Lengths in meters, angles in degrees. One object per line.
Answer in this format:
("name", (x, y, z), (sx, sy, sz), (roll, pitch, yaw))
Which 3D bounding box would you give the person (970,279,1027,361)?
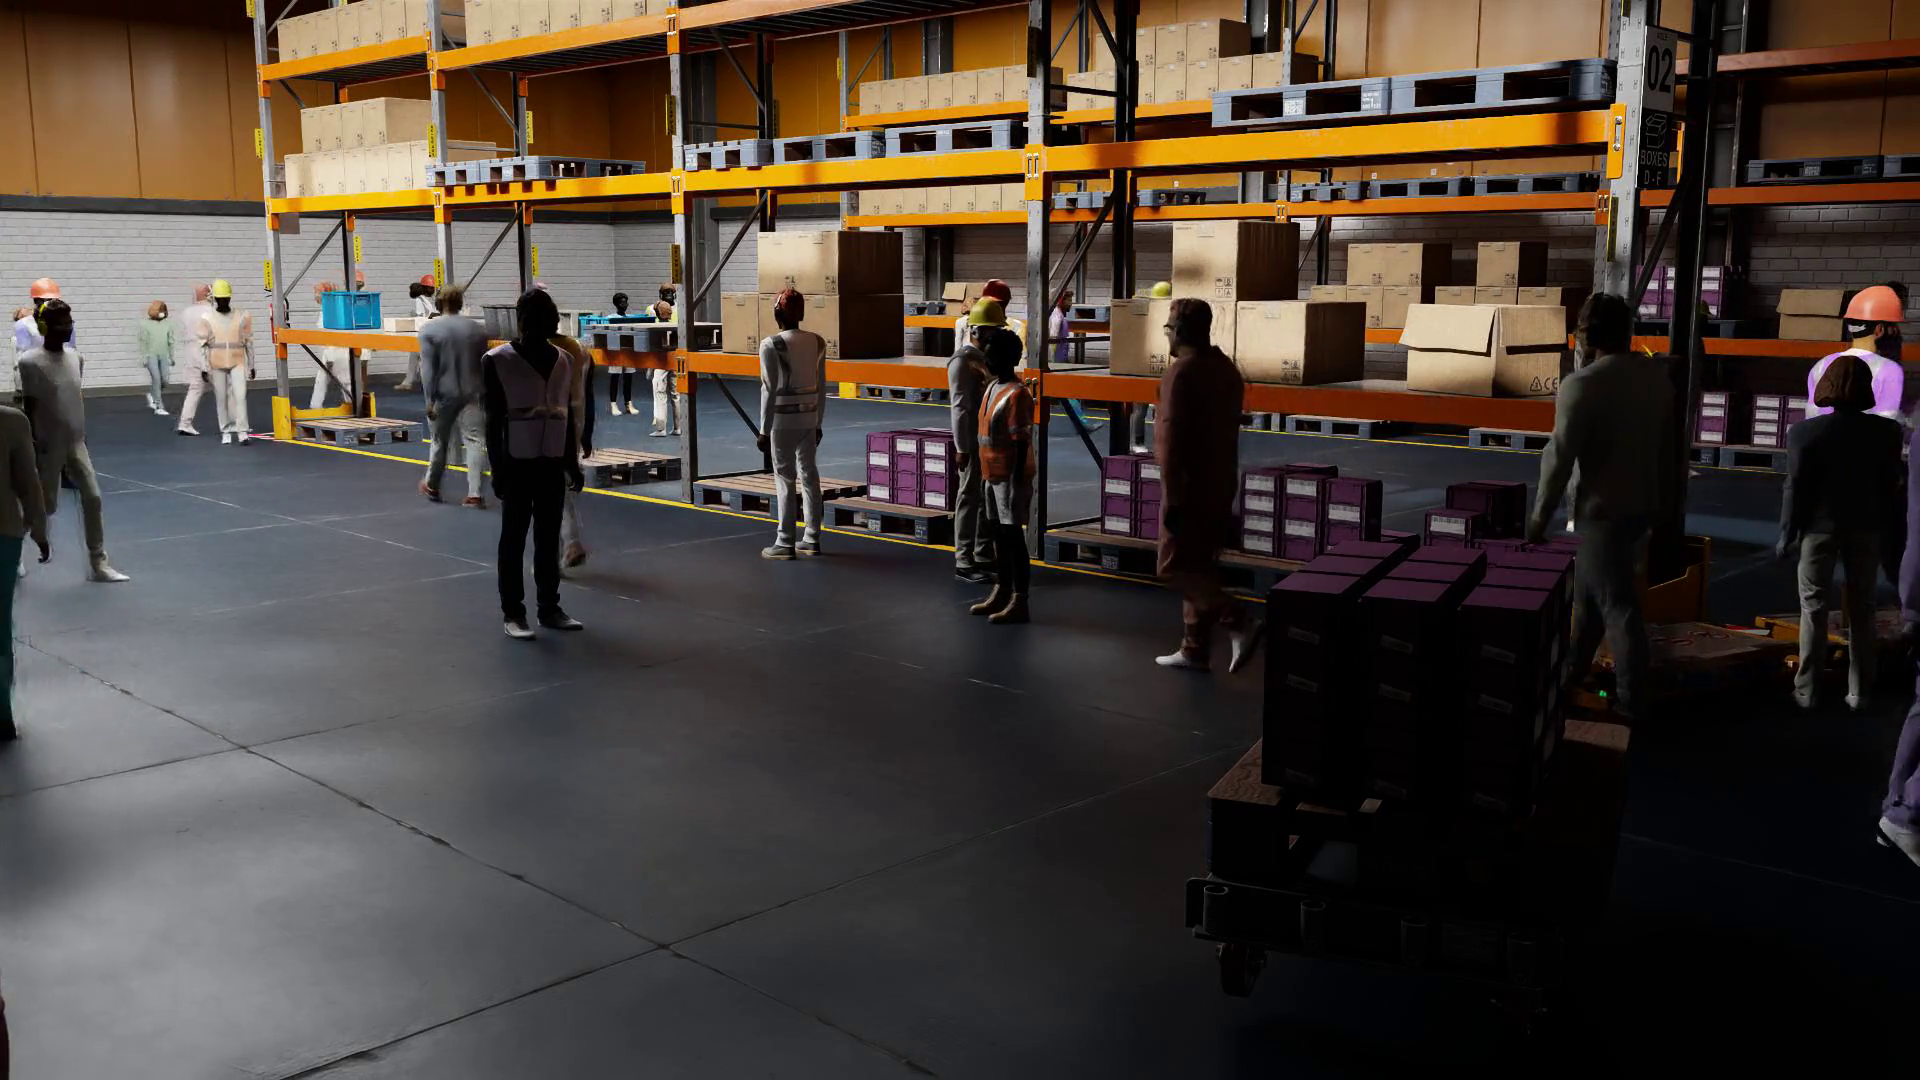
("person", (0.321, -1.265, 14.297), (0.546, 1.934, 0.376), (4, 10, 21))

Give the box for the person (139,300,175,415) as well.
("person", (-11.209, -2.544, 23.155), (0.539, 1.611, 0.505), (6, 11, 32))

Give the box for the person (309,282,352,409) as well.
("person", (-8.051, -2.327, 21.066), (0.939, 1.843, 0.595), (-7, 12, -38))

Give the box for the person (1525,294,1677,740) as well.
("person", (2.751, -0.117, 7.345), (0.628, 1.902, 0.887), (-6, 11, -35))

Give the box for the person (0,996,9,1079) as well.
("person", (-1.453, 0.818, 2.051), (0.524, 1.764, 0.329), (-1, 9, -5))

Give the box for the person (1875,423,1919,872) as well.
("person", (3.327, 0.196, 5.514), (0.479, 1.876, 0.675), (8, 12, 41))

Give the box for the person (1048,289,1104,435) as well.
("person", (1.220, -2.134, 20.085), (1.009, 1.779, 0.583), (0, 9, -1))

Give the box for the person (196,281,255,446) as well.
("person", (-8.367, -2.007, 19.001), (0.605, 1.876, 0.946), (-5, 10, -27))

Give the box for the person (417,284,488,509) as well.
("person", (-4.342, -1.228, 14.207), (0.647, 1.879, 1.035), (-7, 12, -38))

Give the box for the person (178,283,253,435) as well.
("person", (-9.184, -2.191, 20.277), (0.660, 1.880, 0.934), (4, 10, 25))

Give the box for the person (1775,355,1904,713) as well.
("person", (3.994, -0.021, 7.582), (0.499, 1.634, 0.285), (1, 9, 8))

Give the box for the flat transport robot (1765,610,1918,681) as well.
("flat transport robot", (4.763, 0.513, 8.478), (1.431, 0.197, 0.652), (-3, 10, -15))

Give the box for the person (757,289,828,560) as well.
("person", (-1.173, -0.799, 11.595), (0.355, 1.883, 0.575), (8, 12, 42))

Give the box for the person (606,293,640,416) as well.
("person", (-4.682, -2.575, 23.055), (0.318, 1.697, 0.535), (8, 12, 40))

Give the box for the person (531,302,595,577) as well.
("person", (-2.699, -0.659, 10.887), (0.448, 1.832, 0.651), (8, 12, 40))

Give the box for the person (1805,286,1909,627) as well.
("person", (4.543, -0.309, 8.426), (0.373, 1.934, 0.551), (-3, 10, -17))

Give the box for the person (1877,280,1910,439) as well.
("person", (7.989, -1.274, 14.392), (0.429, 1.928, 0.633), (5, 10, 28))

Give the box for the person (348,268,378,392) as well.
("person", (-8.878, -2.975, 24.480), (0.641, 2.030, 0.435), (-7, 12, -37))

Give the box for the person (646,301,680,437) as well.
("person", (-3.556, -2.056, 20.046), (0.307, 1.640, 0.518), (8, 12, 41))

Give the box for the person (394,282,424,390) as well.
("person", (-9.017, -3.389, 27.750), (0.873, 1.804, 0.646), (-2, 10, -14))

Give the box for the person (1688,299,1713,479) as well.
("person", (7.052, -1.456, 16.069), (0.317, 1.739, 0.485), (8, 12, 40))

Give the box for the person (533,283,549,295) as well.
("person", (-5.464, -2.385, 21.430), (0.961, 1.858, 0.673), (7, 11, 36))

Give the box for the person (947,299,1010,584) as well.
("person", (0.159, -0.641, 10.782), (0.404, 1.829, 0.600), (6, 11, 31))

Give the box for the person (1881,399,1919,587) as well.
("person", (4.125, 0.016, 6.795), (0.533, 1.816, 0.934), (8, 13, 42))

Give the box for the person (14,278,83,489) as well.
("person", (-8.248, -1.401, 15.116), (0.357, 1.938, 0.542), (5, 11, 30))

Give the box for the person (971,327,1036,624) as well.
("person", (0.263, -0.367, 9.520), (0.316, 1.693, 0.561), (-3, 10, -17))

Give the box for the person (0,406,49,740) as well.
("person", (-4.337, -0.021, 7.237), (0.764, 1.734, 0.558), (8, 12, 39))

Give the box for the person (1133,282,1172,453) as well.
("person", (2.143, -1.817, 17.853), (0.587, 1.873, 0.983), (-4, 10, -24))

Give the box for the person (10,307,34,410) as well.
("person", (-9.292, -1.510, 16.705), (0.312, 1.636, 0.518), (2, 9, 12))

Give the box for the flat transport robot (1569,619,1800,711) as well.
("flat transport robot", (3.367, 0.588, 8.018), (1.431, 0.197, 0.652), (-5, 10, -28))

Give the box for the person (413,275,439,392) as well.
("person", (-8.690, -3.381, 27.303), (0.377, 1.930, 0.539), (3, 10, 19))

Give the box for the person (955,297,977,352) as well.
("person", (0.161, -2.577, 23.283), (0.497, 1.629, 0.276), (-4, 10, -22))

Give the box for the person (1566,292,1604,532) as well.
("person", (4.869, -0.976, 12.797), (0.346, 1.846, 0.507), (5, 11, 30))

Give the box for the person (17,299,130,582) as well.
("person", (-5.856, -0.628, 10.711), (0.855, 1.845, 0.533), (3, 10, 16))

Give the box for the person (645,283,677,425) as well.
("person", (-3.781, -2.407, 21.573), (0.631, 1.846, 0.429), (-1, 9, -8))

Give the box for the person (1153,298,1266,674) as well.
("person", (1.229, -0.239, 8.158), (0.609, 1.884, 0.677), (7, 11, 35))

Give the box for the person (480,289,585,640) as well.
("person", (-2.360, -0.423, 9.195), (0.391, 1.914, 0.587), (7, 12, 38))
